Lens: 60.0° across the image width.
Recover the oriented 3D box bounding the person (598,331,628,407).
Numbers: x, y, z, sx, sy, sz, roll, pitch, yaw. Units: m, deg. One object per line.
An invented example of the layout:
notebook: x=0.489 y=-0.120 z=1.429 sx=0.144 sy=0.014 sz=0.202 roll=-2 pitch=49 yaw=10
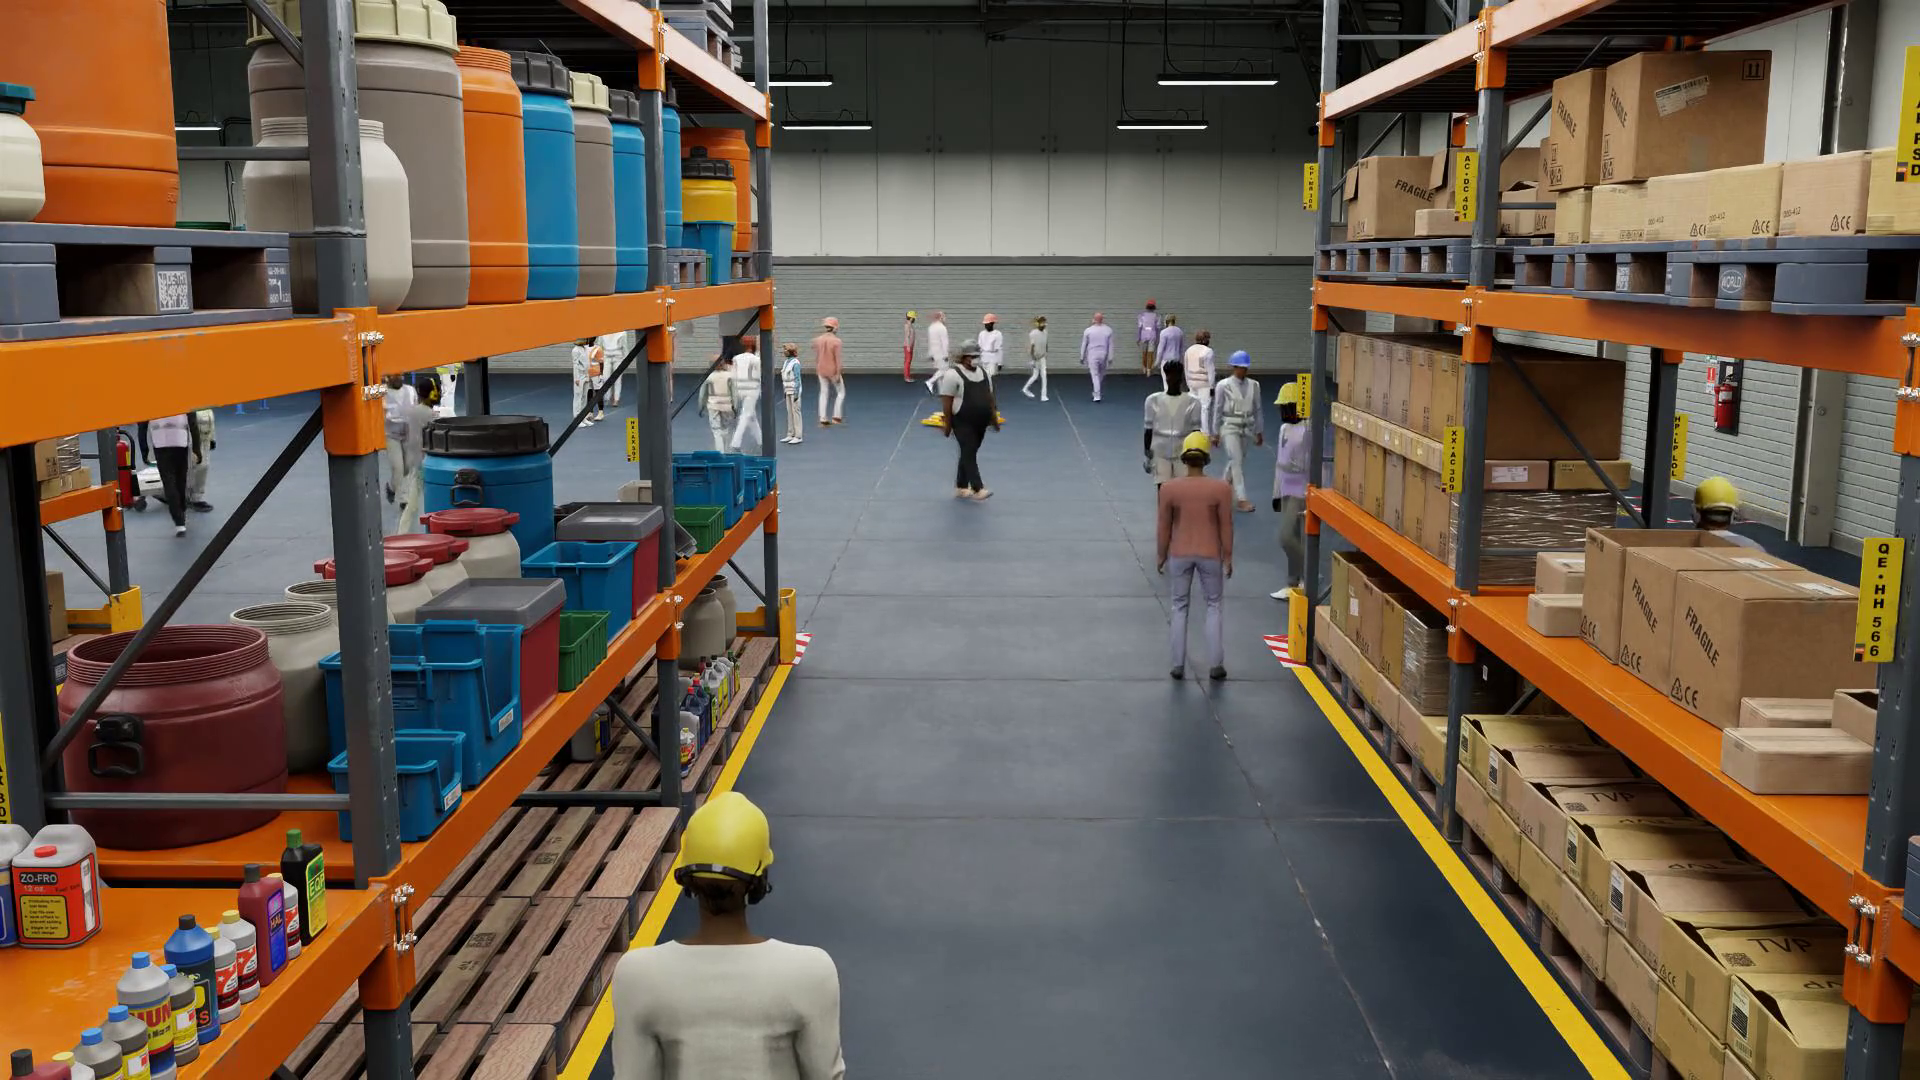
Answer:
person: x=-7.116 y=-3.673 z=33.977 sx=0.639 sy=1.922 sz=0.786 roll=0 pitch=9 yaw=-2

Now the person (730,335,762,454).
person: x=-3.251 y=-2.253 z=25.799 sx=0.589 sy=1.830 sz=1.011 roll=7 pitch=12 yaw=37

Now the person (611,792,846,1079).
person: x=-0.523 y=1.444 z=3.816 sx=0.526 sy=1.769 sz=0.328 roll=0 pitch=9 yaw=0

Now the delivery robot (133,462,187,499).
delivery robot: x=-9.744 y=-0.705 z=20.156 sx=0.477 sy=0.478 sz=0.707 roll=7 pitch=12 yaw=37

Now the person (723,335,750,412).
person: x=-4.358 y=-3.490 z=32.777 sx=0.612 sy=1.957 sz=0.889 roll=-3 pitch=10 yaw=-19

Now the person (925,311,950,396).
person: x=-0.478 y=-4.122 z=36.767 sx=0.619 sy=1.892 sz=0.660 roll=-4 pitch=10 yaw=-24

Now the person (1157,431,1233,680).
person: x=1.668 y=0.113 z=11.795 sx=0.531 sy=1.768 sz=0.320 roll=3 pitch=10 yaw=15

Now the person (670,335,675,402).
person: x=-6.406 y=-3.879 z=35.404 sx=0.710 sy=1.865 sz=0.916 roll=-5 pitch=11 yaw=-29

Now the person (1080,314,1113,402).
person: x=2.917 y=-3.907 z=35.592 sx=0.660 sy=1.854 sz=0.990 roll=-2 pitch=10 yaw=-13

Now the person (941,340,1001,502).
person: x=0.204 y=-1.486 z=20.674 sx=0.692 sy=2.000 sz=1.002 roll=-8 pitch=13 yaw=-41

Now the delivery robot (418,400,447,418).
delivery robot: x=-9.412 y=-2.228 z=29.279 sx=0.707 sy=0.478 sz=0.477 roll=-6 pitch=11 yaw=-32

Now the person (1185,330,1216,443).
person: x=3.991 y=-2.539 z=27.456 sx=0.429 sy=1.839 sz=0.633 roll=-7 pitch=12 yaw=-35

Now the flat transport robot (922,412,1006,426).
flat transport robot: x=0.080 y=-2.247 z=30.516 sx=1.431 sy=0.197 sz=0.652 roll=-7 pitch=11 yaw=-35

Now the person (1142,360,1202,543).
person: x=2.219 y=-0.923 z=17.442 sx=0.613 sy=1.949 sz=0.521 roll=1 pitch=10 yaw=8

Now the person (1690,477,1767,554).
person: x=4.061 y=0.538 z=9.183 sx=0.591 sy=1.781 sz=0.924 roll=0 pitch=9 yaw=-2

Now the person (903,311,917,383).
person: x=-1.227 y=-4.771 z=41.072 sx=0.326 sy=1.760 sz=0.524 roll=2 pitch=10 yaw=10

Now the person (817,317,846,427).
person: x=-2.314 y=-3.030 z=30.006 sx=0.624 sy=1.973 sz=0.628 roll=6 pitch=11 yaw=32

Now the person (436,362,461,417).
person: x=-9.466 y=-3.097 z=30.791 sx=0.429 sy=1.845 sz=0.627 roll=-6 pitch=11 yaw=-33

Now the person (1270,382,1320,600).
person: x=2.899 y=-0.416 z=14.505 sx=0.416 sy=1.912 sz=0.619 roll=-2 pitch=10 yaw=-13

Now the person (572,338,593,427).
person: x=-6.822 y=-2.929 z=30.077 sx=0.320 sy=1.742 sz=0.492 roll=2 pitch=10 yaw=13

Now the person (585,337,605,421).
person: x=-6.892 y=-3.090 z=31.177 sx=0.539 sy=1.695 sz=0.319 roll=6 pitch=11 yaw=30

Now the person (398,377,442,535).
person: x=-5.289 y=-0.714 z=16.638 sx=0.537 sy=1.808 sz=0.992 roll=7 pitch=12 yaw=37

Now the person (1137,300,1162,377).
person: x=4.957 y=-5.258 z=43.379 sx=0.620 sy=1.960 sz=1.103 roll=2 pitch=10 yaw=14

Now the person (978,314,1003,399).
person: x=0.506 y=-3.611 z=33.681 sx=0.557 sy=1.910 sz=0.795 roll=8 pitch=13 yaw=41

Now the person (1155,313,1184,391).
person: x=4.247 y=-3.603 z=33.574 sx=0.633 sy=1.935 sz=0.373 roll=-9 pitch=13 yaw=-43

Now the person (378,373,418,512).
person: x=-6.771 y=-1.268 z=19.937 sx=0.802 sy=1.810 sz=0.597 roll=9 pitch=13 yaw=44

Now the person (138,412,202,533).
person: x=-8.715 y=-1.024 z=18.348 sx=0.604 sy=1.856 sz=1.048 roll=-6 pitch=11 yaw=-33

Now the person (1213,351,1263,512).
person: x=3.330 y=-1.341 z=20.082 sx=0.617 sy=1.912 sz=0.969 roll=-4 pitch=10 yaw=-22

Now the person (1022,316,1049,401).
person: x=1.651 y=-3.913 z=35.737 sx=0.521 sy=1.830 sz=0.713 roll=-6 pitch=11 yaw=-31

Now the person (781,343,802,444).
person: x=-2.744 y=-2.399 z=27.208 sx=0.315 sy=1.641 sz=0.515 roll=-5 pitch=11 yaw=-26

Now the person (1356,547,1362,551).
person: x=3.630 y=-0.391 z=14.275 sx=0.627 sy=1.928 sz=1.055 roll=-2 pitch=10 yaw=-14

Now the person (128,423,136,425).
person: x=-15.478 y=-3.005 z=30.375 sx=0.973 sy=1.790 sz=0.517 roll=5 pitch=11 yaw=28

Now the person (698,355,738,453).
person: x=-3.566 y=-1.903 z=24.331 sx=0.549 sy=1.595 sz=0.820 roll=-4 pitch=10 yaw=-23

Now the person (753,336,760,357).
person: x=-4.744 y=-4.533 z=40.036 sx=0.520 sy=1.622 sz=0.655 roll=1 pitch=9 yaw=4

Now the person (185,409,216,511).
person: x=-9.062 y=-1.241 z=19.768 sx=0.425 sy=1.811 sz=0.605 roll=2 pitch=10 yaw=12
